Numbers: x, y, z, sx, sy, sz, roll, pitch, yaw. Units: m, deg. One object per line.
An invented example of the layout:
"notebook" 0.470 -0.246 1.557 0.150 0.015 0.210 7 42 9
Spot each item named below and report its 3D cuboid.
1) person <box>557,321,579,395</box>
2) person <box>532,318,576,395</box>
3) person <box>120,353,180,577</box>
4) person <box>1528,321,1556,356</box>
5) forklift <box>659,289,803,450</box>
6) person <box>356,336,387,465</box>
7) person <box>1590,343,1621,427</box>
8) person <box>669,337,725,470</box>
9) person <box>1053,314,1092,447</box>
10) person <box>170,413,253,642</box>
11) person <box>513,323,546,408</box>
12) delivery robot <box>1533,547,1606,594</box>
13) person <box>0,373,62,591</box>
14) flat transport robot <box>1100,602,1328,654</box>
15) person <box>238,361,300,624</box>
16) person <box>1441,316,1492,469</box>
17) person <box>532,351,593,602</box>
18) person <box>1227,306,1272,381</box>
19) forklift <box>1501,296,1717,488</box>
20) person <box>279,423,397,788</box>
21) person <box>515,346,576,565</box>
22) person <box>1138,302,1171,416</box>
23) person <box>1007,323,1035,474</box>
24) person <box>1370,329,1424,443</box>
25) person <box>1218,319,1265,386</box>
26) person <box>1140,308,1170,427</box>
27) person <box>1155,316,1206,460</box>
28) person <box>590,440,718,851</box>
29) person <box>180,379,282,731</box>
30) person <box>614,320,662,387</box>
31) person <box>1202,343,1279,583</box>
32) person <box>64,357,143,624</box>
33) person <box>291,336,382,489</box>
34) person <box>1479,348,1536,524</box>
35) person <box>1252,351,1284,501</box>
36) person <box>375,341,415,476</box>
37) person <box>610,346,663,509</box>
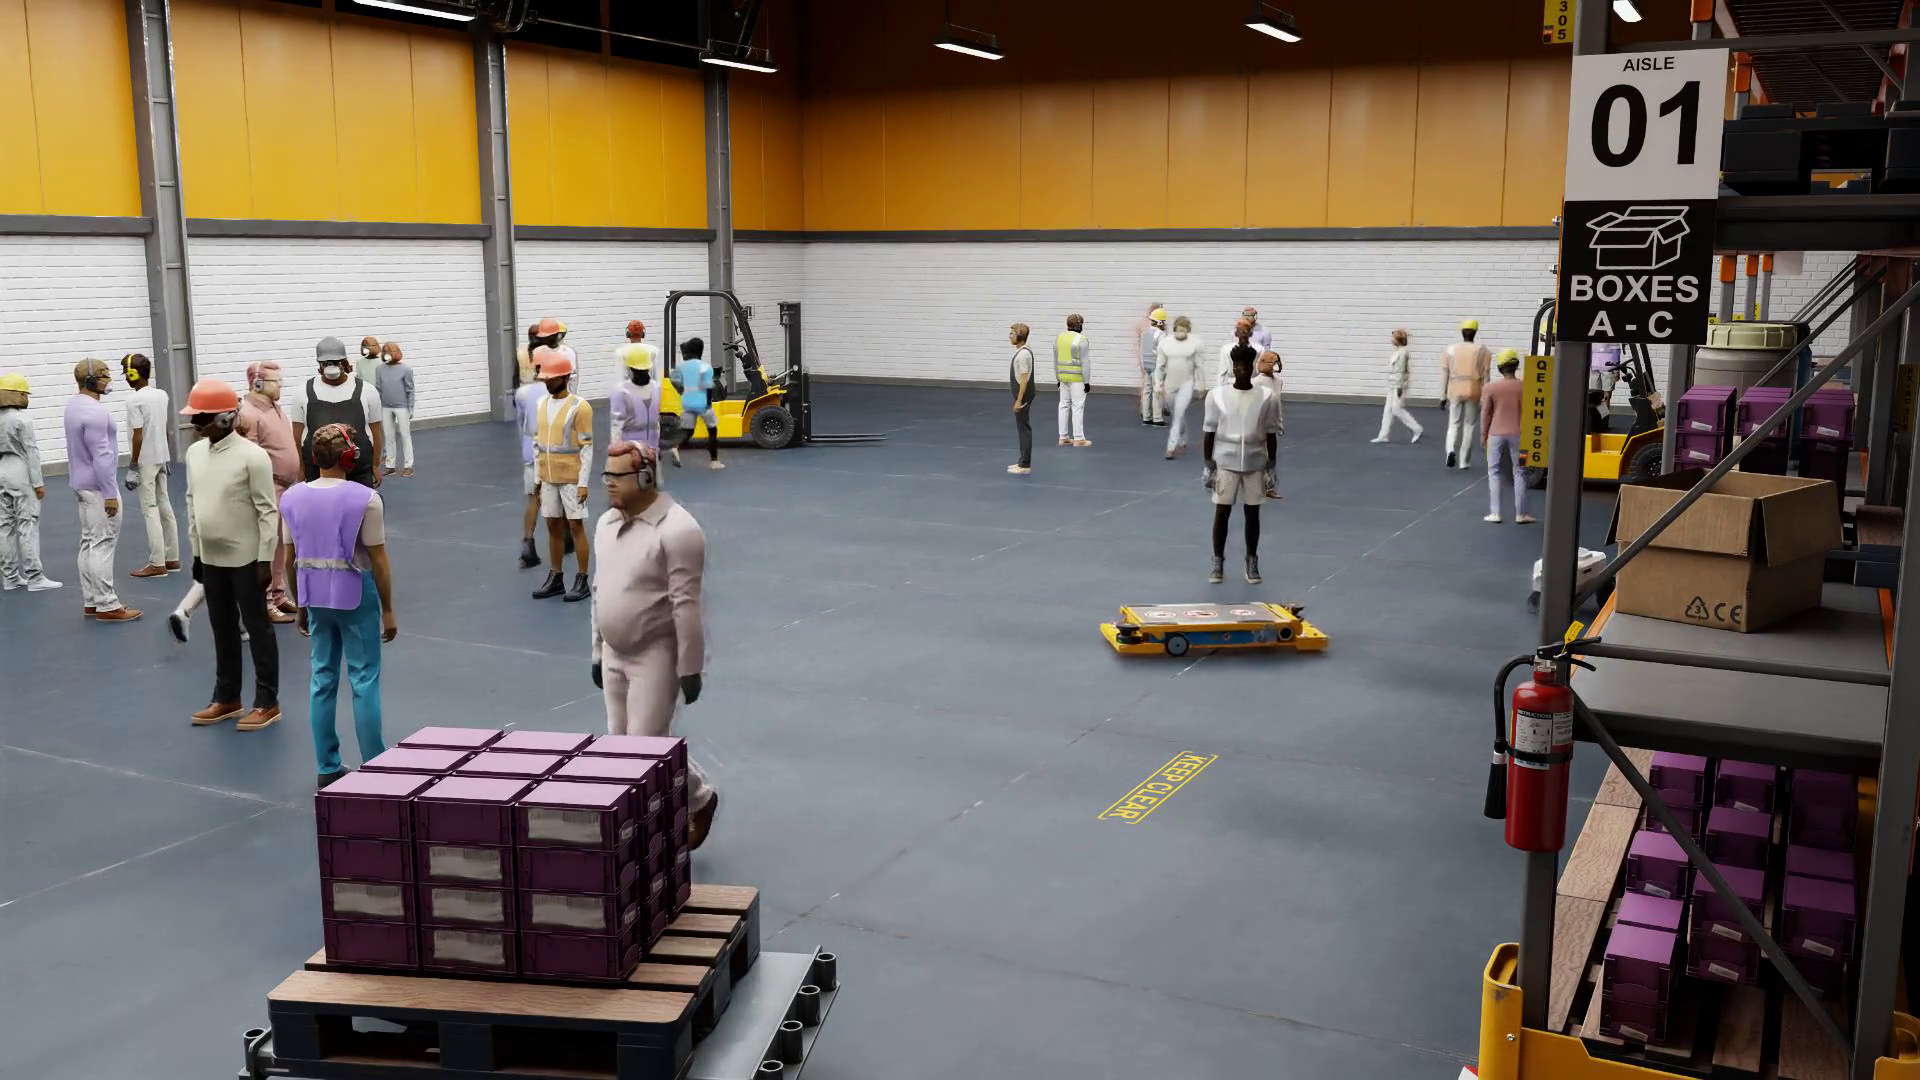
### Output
"person" -5.455 -2.105 22.711 0.535 1.767 0.317 4 11 21
"person" -4.811 -1.661 19.681 0.543 1.926 0.383 2 10 13
"person" -6.755 -0.618 13.823 0.329 1.865 0.514 1 10 5
"person" 7.505 -1.909 21.394 0.404 1.829 0.591 -1 10 -7
"forklift" -3.358 -2.392 23.136 2.313 2.155 1.214 -1 10 -5
"person" -7.459 -1.772 21.164 0.499 1.633 0.289 3 10 15
"person" 9.480 -2.538 24.420 0.379 2.044 0.608 -4 10 -20
"person" -3.265 -1.657 20.421 0.537 1.671 0.715 5 11 26
"person" 1.591 -2.225 23.188 0.429 1.842 0.636 -9 13 -41
"person" -5.048 -0.061 11.292 0.558 1.618 0.589 5 11 28
"person" -5.312 -1.838 21.050 0.620 1.818 0.848 3 10 15
"delivery robot" 4.572 0.223 12.464 0.477 0.478 0.707 8 12 37
"person" -7.497 -0.458 13.267 0.483 1.735 0.313 3 10 19
"flat transport robot" 1.726 0.594 11.408 1.431 0.197 0.652 -1 10 -6
"person" -5.037 -0.355 12.171 0.409 1.909 0.639 -1 10 -4
"person" 6.256 -1.807 20.593 0.586 1.907 0.499 4 11 24
"person" -3.090 -0.489 12.868 0.544 1.936 0.359 5 11 26
"person" 4.218 -2.467 24.403 0.643 1.909 0.410 5 11 25
"forklift" 7.296 -1.677 18.993 2.313 2.155 1.214 5 11 27
"person" -3.097 0.341 8.317 0.563 1.847 0.390 2 10 12
"person" -3.608 -0.740 14.495 0.535 1.900 0.978 0 10 1
"person" 3.239 -2.981 27.456 0.654 1.885 0.647 10 14 44
"person" 0.738 -1.718 20.242 0.343 1.845 0.518 1 10 6
"person" 6.192 -2.159 23.450 0.671 1.621 0.532 0 10 3
"person" 3.594 -1.893 21.234 0.579 1.861 0.780 2 10 11
"person" 3.033 -2.656 25.710 0.403 1.831 0.597 -5 11 -29
"person" 2.896 -2.008 21.865 0.651 1.875 1.041 4 11 23
"person" -1.380 0.500 7.271 0.664 1.888 0.464 9 13 41
"person" -4.118 0.084 9.384 0.612 1.991 0.392 4 11 24
"person" -3.875 -1.704 20.055 0.572 1.883 0.358 -5 11 -25
"person" 2.277 -0.618 13.524 0.612 1.962 0.366 1 10 5
"person" -6.272 -0.360 12.110 0.357 1.938 0.637 -9 13 -41
"person" -4.927 -0.600 13.202 0.682 2.000 0.537 -4 10 -20
"person" 5.496 -1.023 16.527 0.663 1.734 0.296 2 10 11
"person" 3.348 -1.241 18.094 0.502 1.633 0.280 -9 14 -44
"person" -6.813 -1.578 20.047 0.507 1.631 0.268 2 10 11
"person" -2.943 -0.855 15.233 0.997 1.854 0.649 8 13 39
